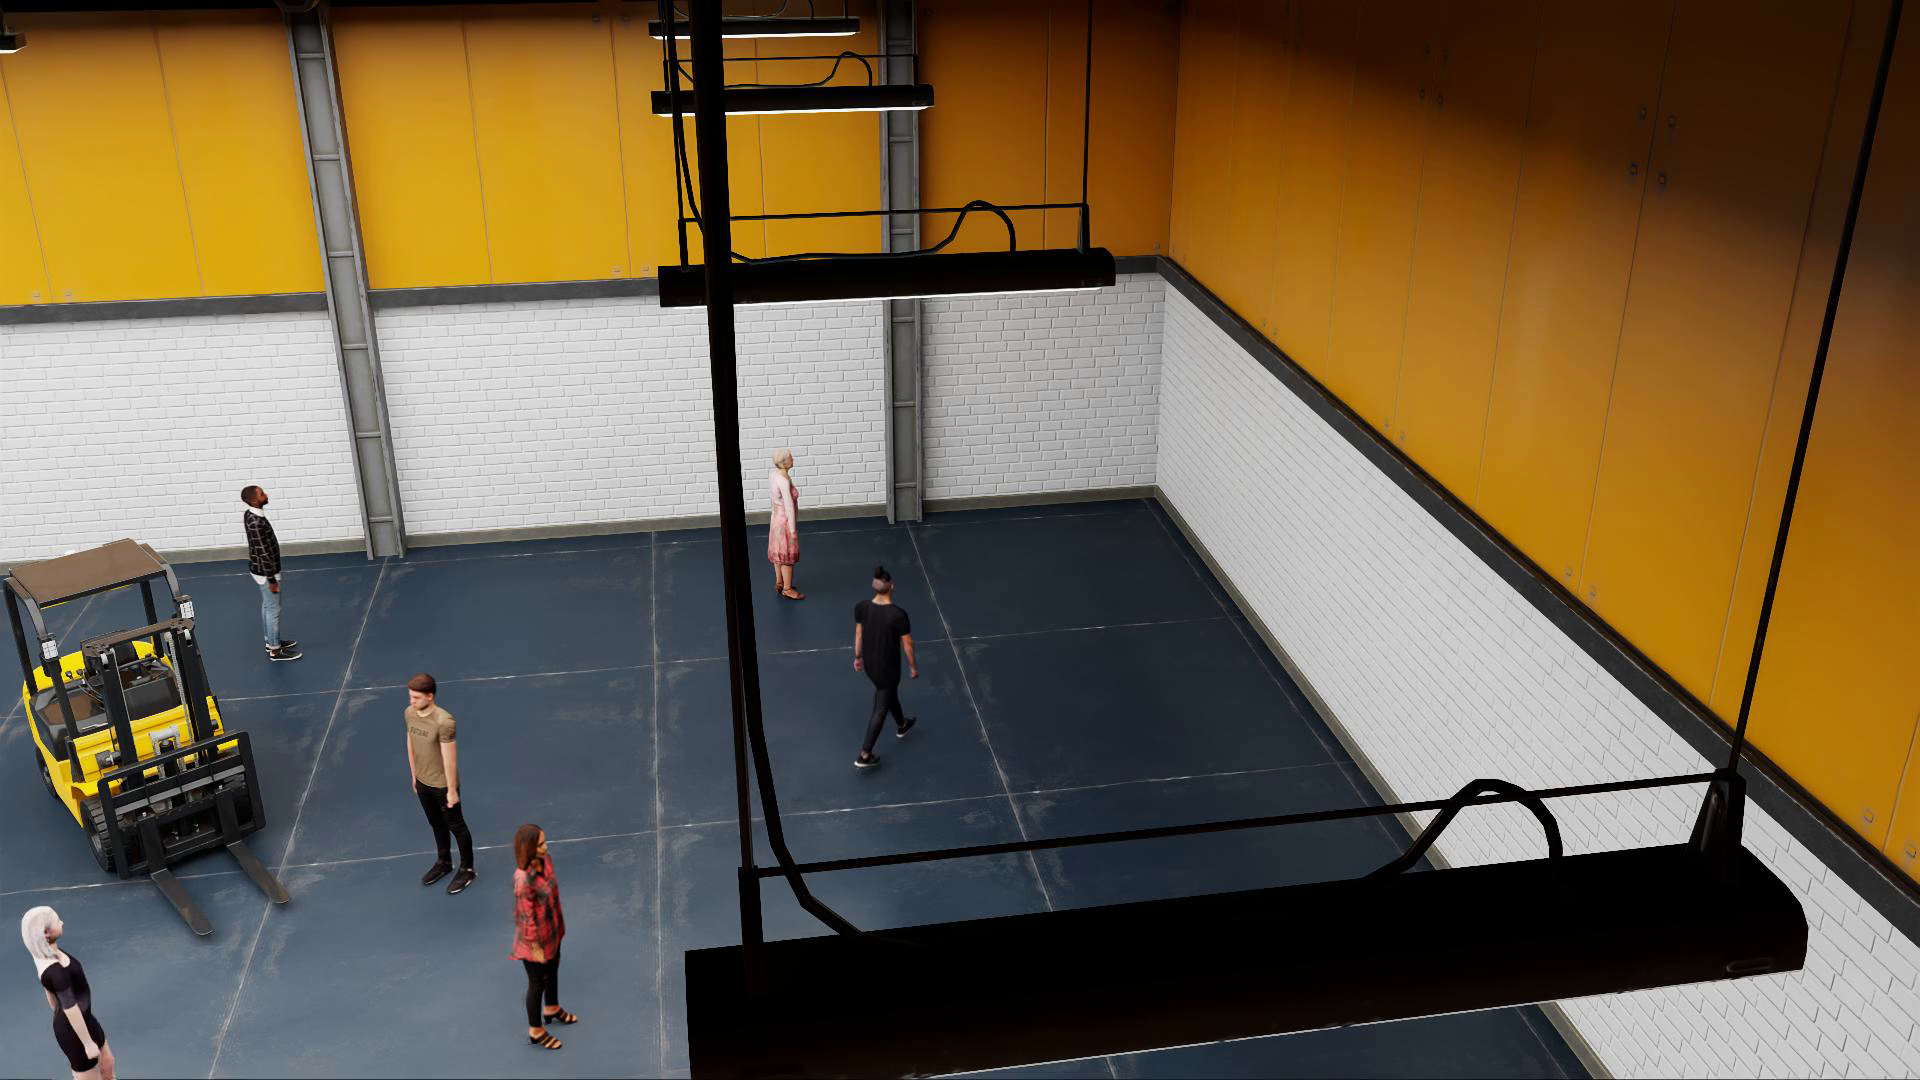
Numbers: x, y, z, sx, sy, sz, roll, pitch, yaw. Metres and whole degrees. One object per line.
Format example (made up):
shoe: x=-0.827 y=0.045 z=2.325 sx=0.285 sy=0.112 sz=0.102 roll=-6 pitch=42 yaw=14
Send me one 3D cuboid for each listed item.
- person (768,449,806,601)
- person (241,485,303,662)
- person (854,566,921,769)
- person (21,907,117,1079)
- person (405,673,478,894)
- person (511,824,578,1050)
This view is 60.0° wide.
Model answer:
person: x=-1.880 y=-0.178 z=17.761 sx=0.652 sy=1.692 sz=0.649 roll=-12 pitch=26 yaw=-25
person: x=-6.890 y=0.308 z=16.489 sx=0.663 sy=1.820 sz=0.724 roll=-11 pitch=26 yaw=-24
person: x=-0.717 y=1.137 z=14.602 sx=1.257 sy=1.813 sz=1.267 roll=14 pitch=27 yaw=29
person: x=-5.498 y=3.066 z=10.192 sx=1.125 sy=1.809 sz=0.915 roll=-19 pitch=30 yaw=-36
person: x=-4.047 y=1.852 z=12.919 sx=0.725 sy=1.851 sz=0.798 roll=14 pitch=27 yaw=29
person: x=-2.855 y=2.657 z=11.265 sx=0.668 sy=1.700 sz=0.694 roll=5 pitch=24 yaw=10
